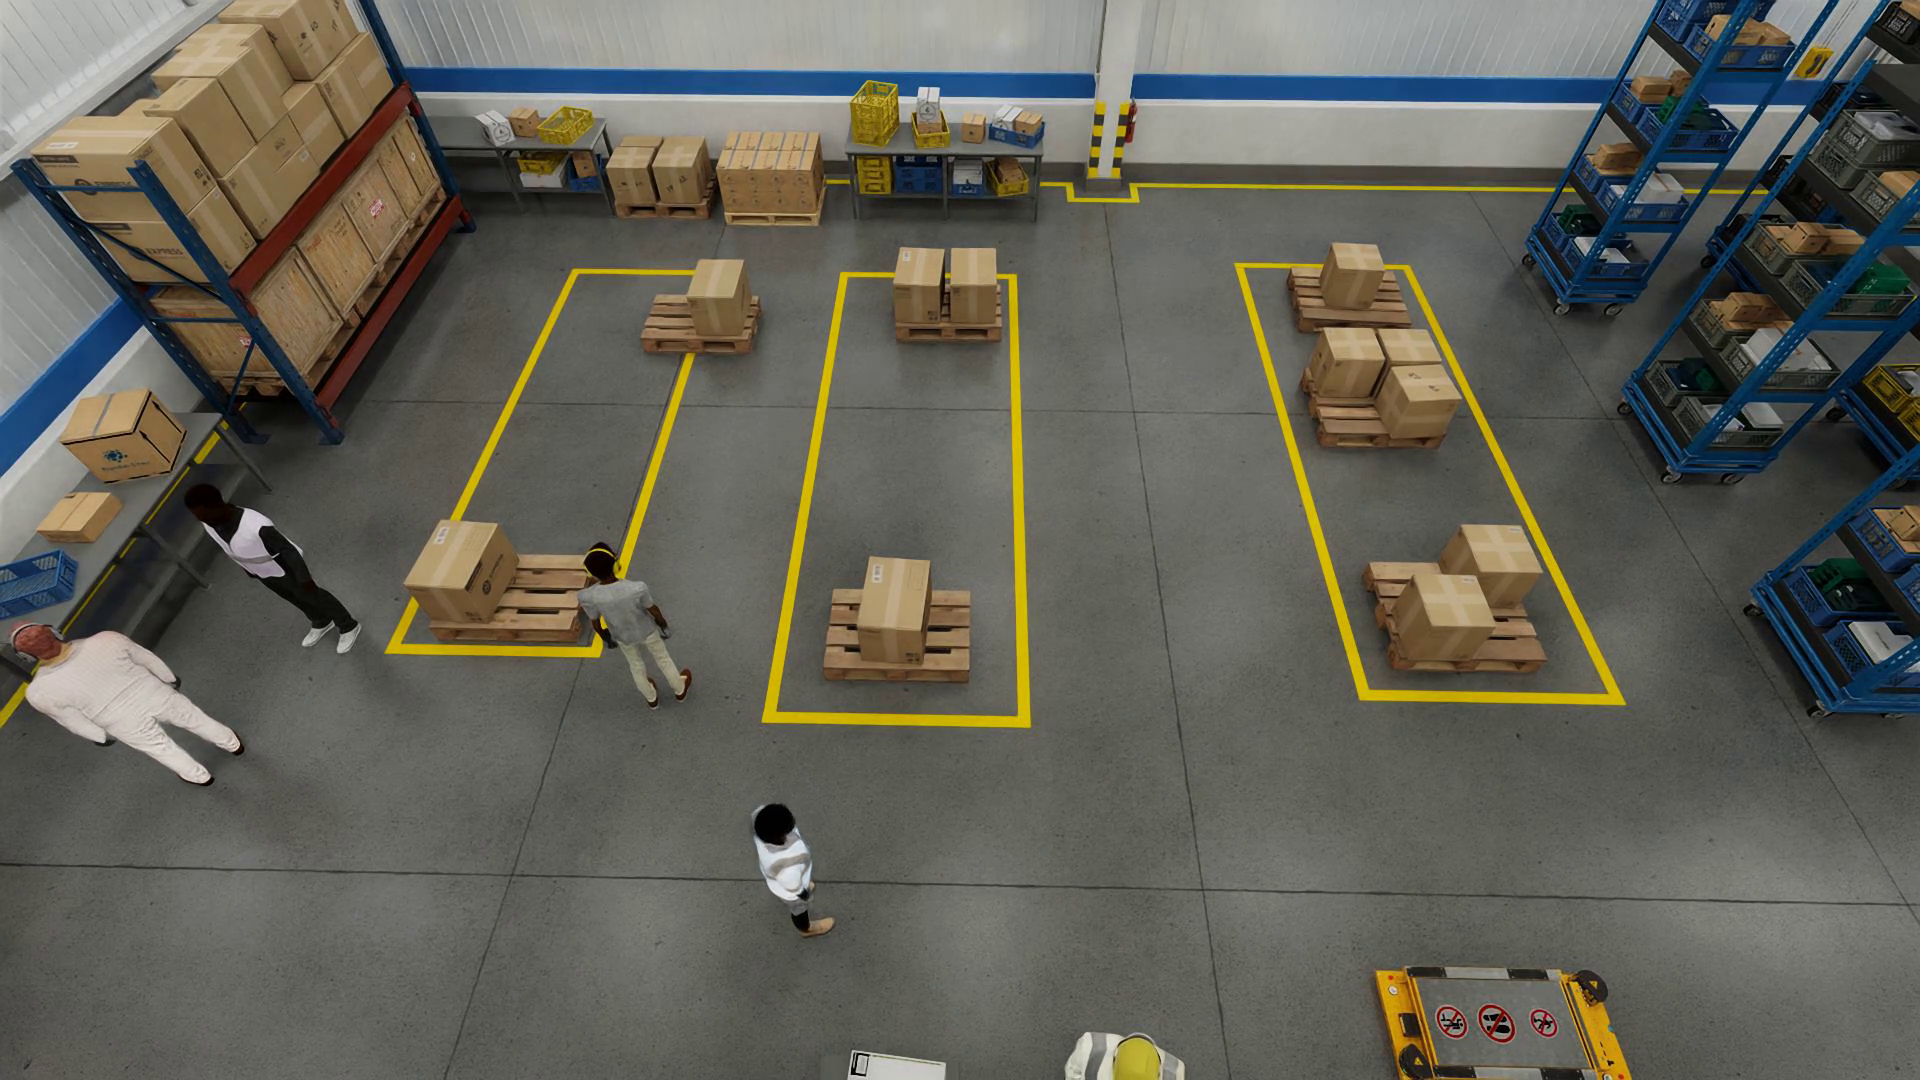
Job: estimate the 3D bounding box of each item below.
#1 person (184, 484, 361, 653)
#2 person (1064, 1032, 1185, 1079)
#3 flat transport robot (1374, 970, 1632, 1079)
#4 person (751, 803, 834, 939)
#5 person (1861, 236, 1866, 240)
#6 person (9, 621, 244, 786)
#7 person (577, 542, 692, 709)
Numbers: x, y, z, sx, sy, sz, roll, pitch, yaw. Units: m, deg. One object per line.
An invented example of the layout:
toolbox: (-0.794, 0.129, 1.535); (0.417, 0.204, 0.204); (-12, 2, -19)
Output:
person: (-5.406, 0.216, 7.237); (0.597, 1.918, 0.382); (10, 52, 8)
person: (0.848, 3.019, 5.006); (0.589, 1.834, 0.403); (10, 52, 8)
flat transport robot: (3.501, 3.133, 5.914); (1.431, 0.197, 0.652); (1, 51, 1)
person: (-1.094, 2.093, 5.852); (0.319, 1.691, 0.567); (-26, 55, -19)
person: (10.631, -3.855, 10.539); (0.479, 1.945, 0.693); (37, 60, 26)
person: (-5.873, 1.157, 6.481); (0.407, 1.904, 0.639); (21, 54, 17)
person: (-2.451, 0.677, 6.896); (0.518, 1.865, 0.328); (-10, 52, -8)
